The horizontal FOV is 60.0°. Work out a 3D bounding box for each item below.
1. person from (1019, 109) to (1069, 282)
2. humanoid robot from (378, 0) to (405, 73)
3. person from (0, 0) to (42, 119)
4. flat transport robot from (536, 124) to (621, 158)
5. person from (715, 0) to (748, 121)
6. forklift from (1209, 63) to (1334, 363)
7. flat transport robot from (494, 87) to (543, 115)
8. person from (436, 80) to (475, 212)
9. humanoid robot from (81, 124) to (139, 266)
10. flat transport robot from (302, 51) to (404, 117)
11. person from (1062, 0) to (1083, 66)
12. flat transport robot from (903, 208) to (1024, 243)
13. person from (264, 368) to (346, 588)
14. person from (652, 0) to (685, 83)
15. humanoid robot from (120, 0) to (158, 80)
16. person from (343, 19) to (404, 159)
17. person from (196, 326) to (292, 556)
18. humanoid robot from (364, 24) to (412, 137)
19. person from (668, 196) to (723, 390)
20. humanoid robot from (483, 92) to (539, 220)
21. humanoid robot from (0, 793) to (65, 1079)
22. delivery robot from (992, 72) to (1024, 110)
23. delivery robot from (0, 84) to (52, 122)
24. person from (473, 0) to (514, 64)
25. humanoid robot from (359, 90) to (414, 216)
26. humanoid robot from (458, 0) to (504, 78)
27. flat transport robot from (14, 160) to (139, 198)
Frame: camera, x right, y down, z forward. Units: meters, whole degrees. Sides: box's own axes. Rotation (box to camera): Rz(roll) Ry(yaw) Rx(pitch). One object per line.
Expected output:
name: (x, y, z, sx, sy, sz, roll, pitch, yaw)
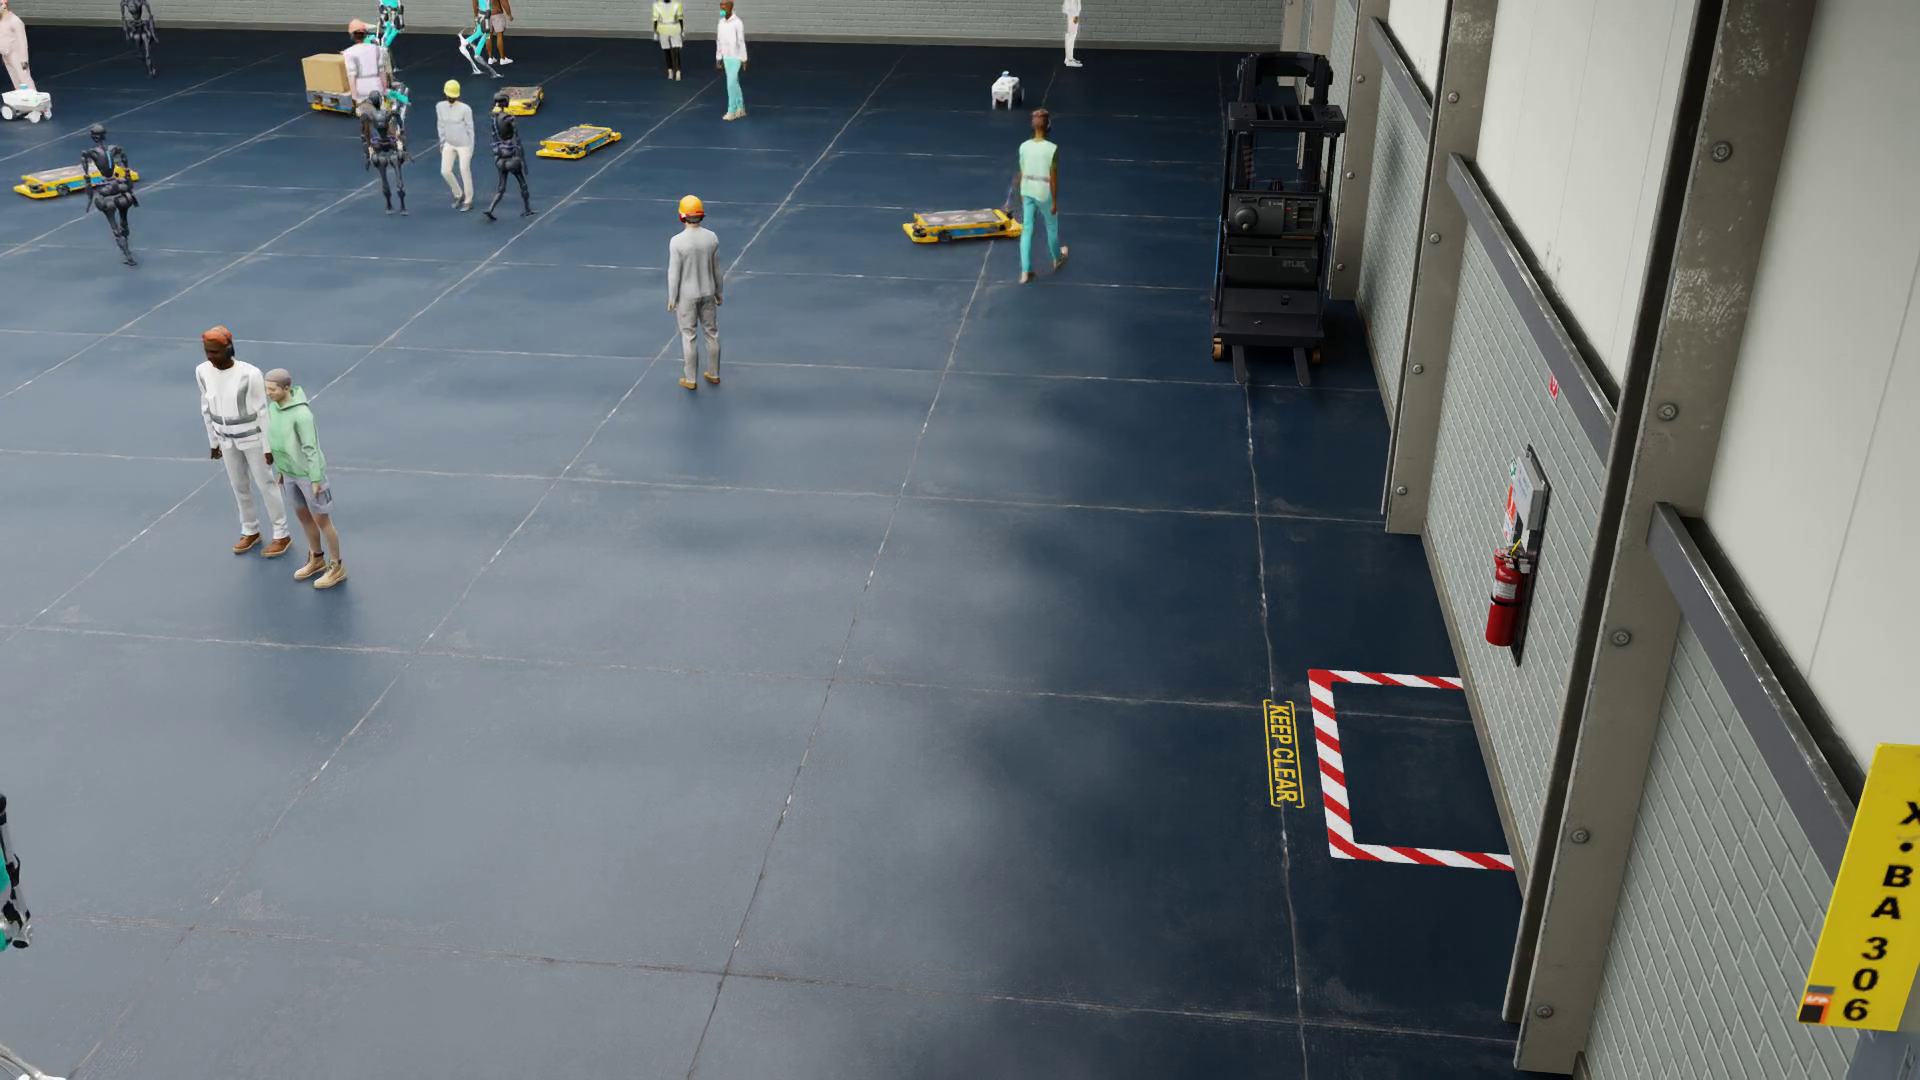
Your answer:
person: (0.960, -4.035, 19.337, 0.508, 1.928, 0.994, 12, 29, 23)
humanoid robot: (-10.364, -9.222, 30.030, 0.542, 1.896, 0.725, 11, 29, 22)
person: (-15.288, -7.788, 26.857, 0.636, 1.910, 0.407, 17, 31, 30)
flat transport robot: (-5.765, -6.034, 25.184, 0.659, 0.231, 1.431, 8, 28, 16)
person: (-3.739, -7.708, 26.711, 0.535, 1.890, 0.751, 19, 32, 33)
forklift: (3.241, -3.477, 17.183, 1.129, 2.768, 1.873, 3, 27, 6)
flat transport robot: (-7.375, -7.331, 27.774, 0.659, 0.231, 1.431, -3, 27, -7)
person: (-6.595, -5.154, 21.780, 0.552, 1.736, 0.409, 7, 27, 14)
humanoid robot: (-10.169, -4.133, 19.847, 0.708, 1.635, 0.606, 19, 33, 34)
flat transport robot: (-9.996, -7.199, 27.510, 1.431, 0.231, 0.659, 16, 31, 28)
person: (2.090, -9.759, 30.828, 0.392, 1.875, 0.510, -1, 27, -2)
flat transport robot: (0.043, -3.985, 21.093, 1.431, 0.231, 0.659, -6, 27, -13)
person: (-4.921, -0.475, 12.452, 0.464, 1.733, 0.324, 15, 30, 28)
person: (-5.159, -8.959, 29.457, 0.551, 1.653, 0.836, -3, 27, -5)
humanoid robot: (-14.662, -9.144, 29.841, 0.591, 1.637, 0.681, 0, 27, 0)
person: (-8.584, -6.538, 24.265, 0.615, 2.011, 0.797, -23, 35, -38)
person: (-5.555, -0.763, 12.874, 0.571, 1.876, 0.350, 6, 27, 12)
humanoid robot: (-8.757, -7.049, 25.519, 0.536, 1.740, 0.721, 21, 33, 36)
person: (-2.554, -2.392, 16.118, 0.570, 1.892, 0.379, -17, 31, -31)
humanoid robot: (-5.896, -4.959, 21.528, 0.600, 1.652, 0.752, 20, 33, 34)
humanoid robot: (-4.832, 1.859, 7.805, 0.961, 1.768, 0.532, 4, 27, 7)
delivery robot: (0.769, -7.543, 27.874, 0.499, 0.592, 0.791, 6, 27, 12)
delivery robot: (-15.140, -7.076, 26.967, 0.785, 0.614, 0.499, 7, 28, 14)
person: (-8.713, -9.806, 30.943, 0.800, 1.854, 0.381, 7, 27, 13)
humanoid robot: (-7.447, -5.046, 21.641, 0.616, 1.638, 0.336, -10, 28, -20)
humanoid robot: (-8.684, -9.139, 29.753, 0.822, 1.766, 0.554, -15, 30, -27)
flat transport robot: (-12.319, -5.026, 23.173, 0.659, 0.231, 1.431, 21, 33, 36)
